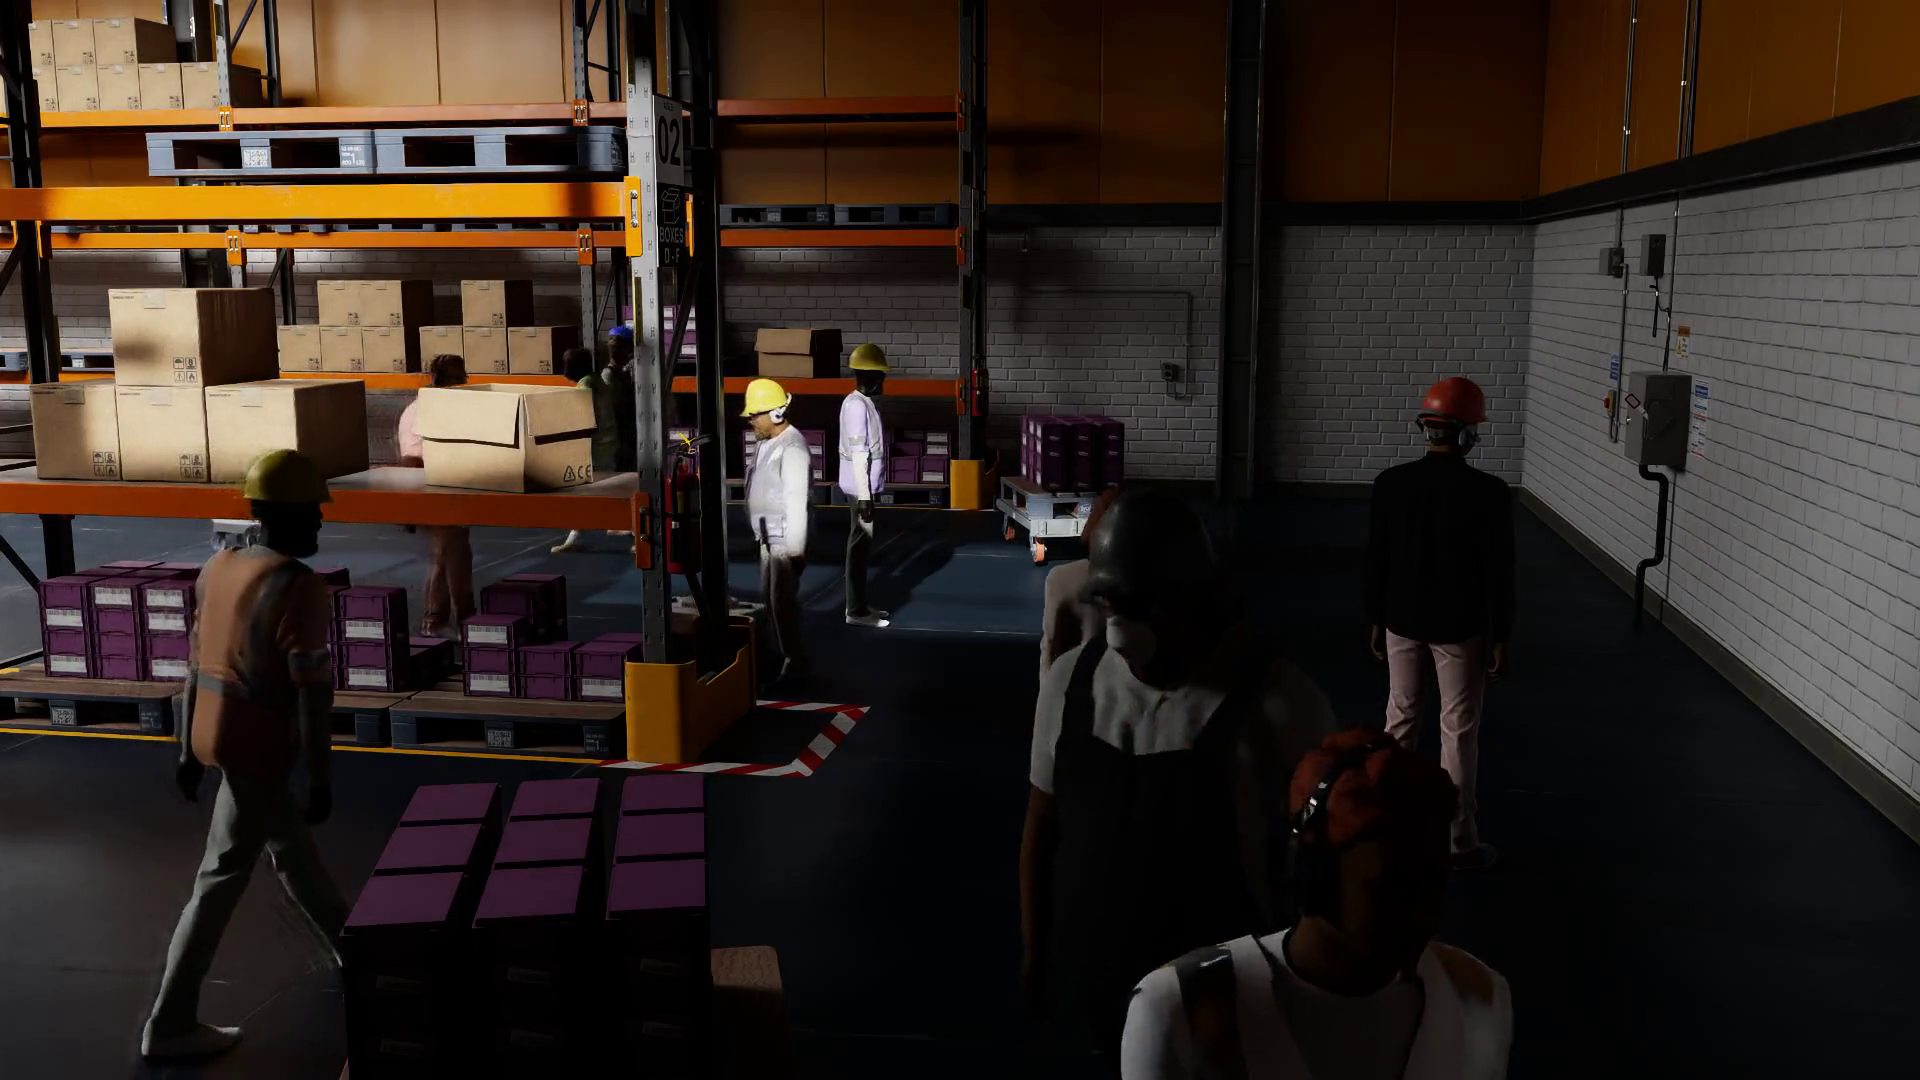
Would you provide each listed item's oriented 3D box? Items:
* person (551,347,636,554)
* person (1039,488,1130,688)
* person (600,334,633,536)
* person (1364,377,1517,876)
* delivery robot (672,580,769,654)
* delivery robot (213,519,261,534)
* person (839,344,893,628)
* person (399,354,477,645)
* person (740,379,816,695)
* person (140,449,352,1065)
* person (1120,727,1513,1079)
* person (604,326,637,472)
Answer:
[{"bbox_3d":[-3.020,-0.745,14.109,0.906,1.797,0.640,-1,9,-4],"label":"person"},{"bbox_3d":[0.541,0.617,6.196,0.534,1.612,0.328,0,9,0],"label":"person"},{"bbox_3d":[-3.127,-0.962,15.277,0.346,1.841,0.506,0,9,-1],"label":"person"},{"bbox_3d":[1.937,0.343,6.698,0.622,1.992,0.395,8,12,41],"label":"person"},{"bbox_3d":[-1.510,0.483,9.996,0.707,0.478,0.477,4,10,21],"label":"delivery robot"},{"bbox_3d":[-6.056,-0.209,14.271,0.707,0.478,0.477,3,10,23],"label":"delivery robot"},{"bbox_3d":[-0.637,-0.373,11.347,0.374,1.925,0.595,0,9,-2],"label":"person"},{"bbox_3d":[-3.177,-0.238,10.635,0.791,1.878,0.670,3,10,19],"label":"person"},{"bbox_3d":[-1.013,-0.026,9.573,0.501,1.805,0.668,-4,10,-22],"label":"person"},{"bbox_3d":[-2.211,0.644,5.319,0.599,1.845,1.060,7,11,37],"label":"person"},{"bbox_3d":[0.446,1.131,2.298,0.582,1.846,0.958,-2,9,-10],"label":"person"},{"bbox_3d":[-3.079,-1.035,15.525,0.883,1.905,0.641,-1,9,-8],"label":"person"}]
